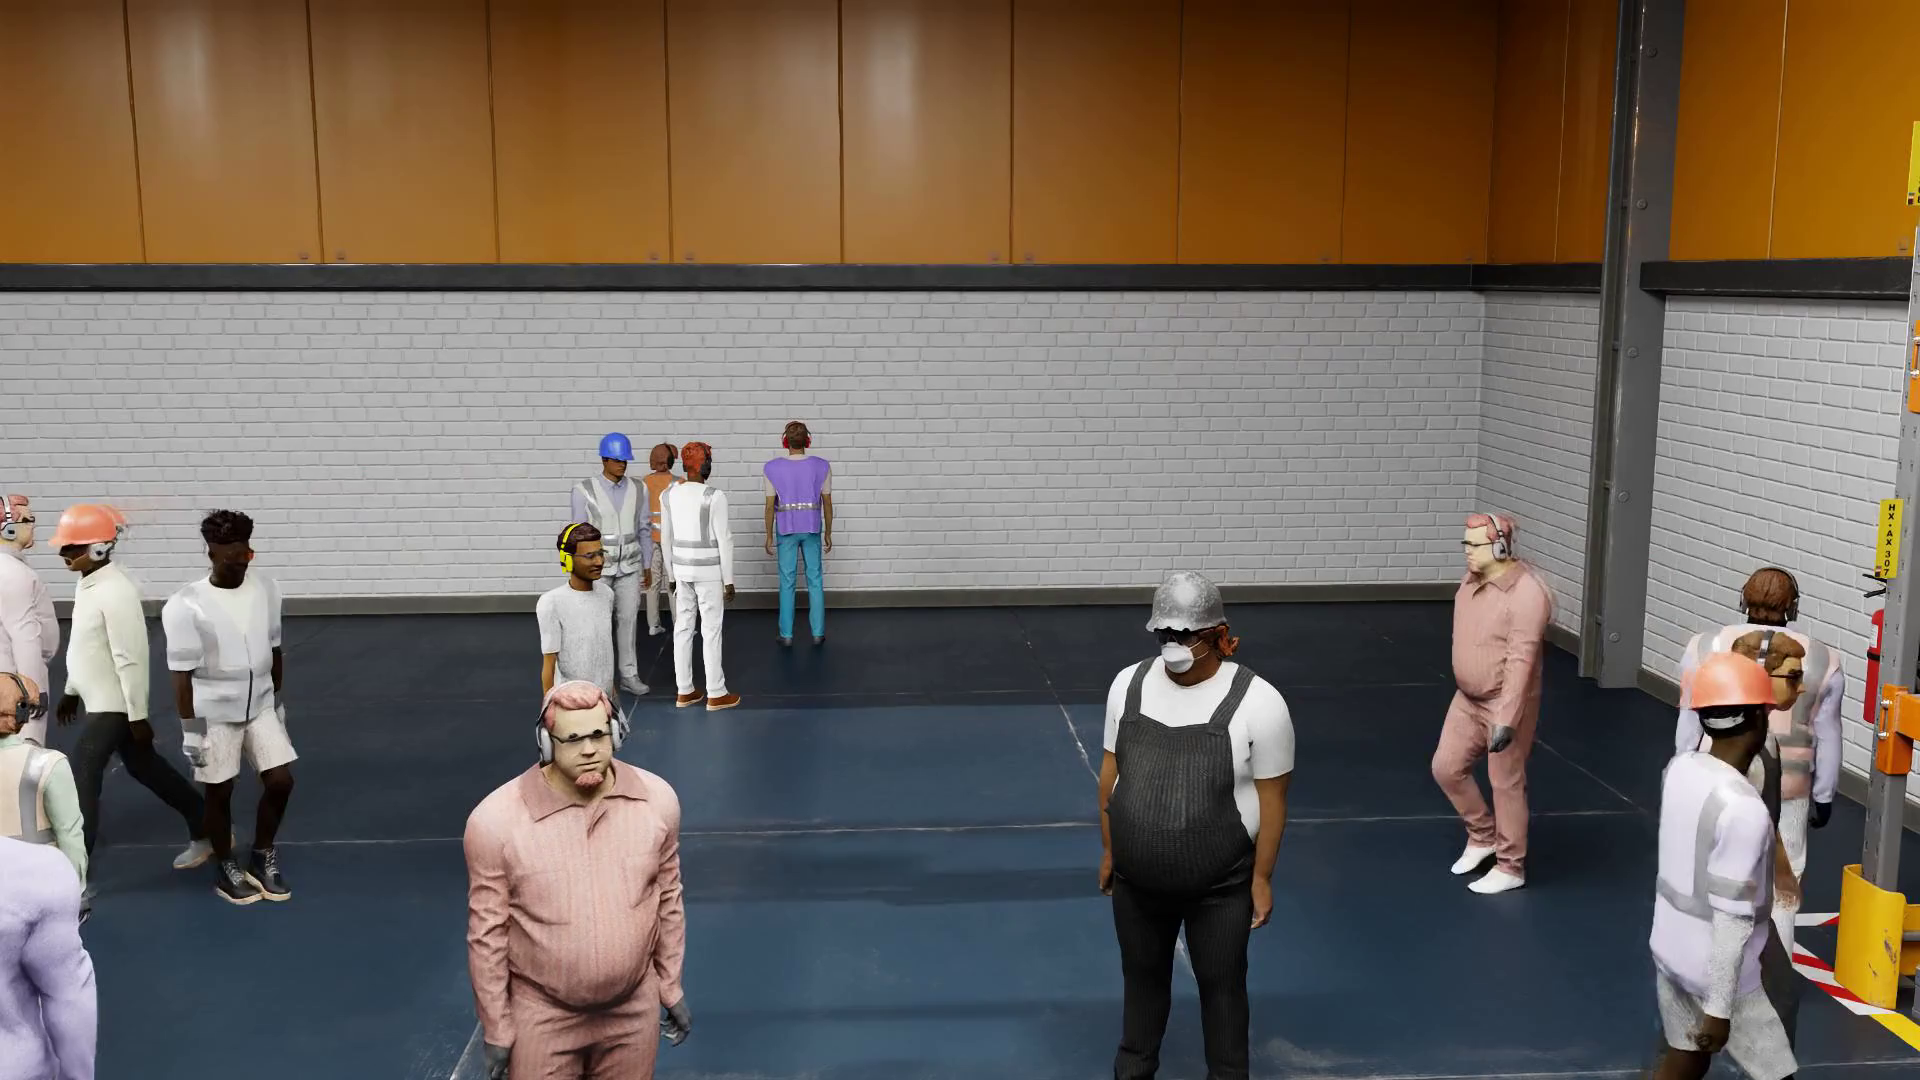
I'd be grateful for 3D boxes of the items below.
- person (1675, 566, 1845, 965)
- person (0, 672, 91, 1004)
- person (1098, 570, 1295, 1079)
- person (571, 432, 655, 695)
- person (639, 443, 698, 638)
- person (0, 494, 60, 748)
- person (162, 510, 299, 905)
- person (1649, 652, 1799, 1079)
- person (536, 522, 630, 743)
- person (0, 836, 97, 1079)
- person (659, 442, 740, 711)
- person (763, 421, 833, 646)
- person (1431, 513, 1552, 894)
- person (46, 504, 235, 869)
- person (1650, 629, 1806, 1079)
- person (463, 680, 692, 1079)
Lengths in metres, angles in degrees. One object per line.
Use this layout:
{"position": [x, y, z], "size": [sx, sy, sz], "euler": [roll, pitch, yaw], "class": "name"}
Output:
{"position": [3.330, 1.018, 6.969], "size": [0.631, 1.839, 0.429], "euler": [5, 10, 27], "class": "person"}
{"position": [-3.375, 1.276, 5.959], "size": [0.513, 1.640, 0.309], "euler": [0, 9, 1], "class": "person"}
{"position": [0.764, 1.108, 5.761], "size": [0.689, 2.000, 0.539], "euler": [5, 10, 29], "class": "person"}
{"position": [-2.469, 0.192, 11.878], "size": [0.621, 1.934, 0.437], "euler": [-6, 11, -35], "class": "person"}
{"position": [-2.463, 0.009, 13.912], "size": [0.513, 1.642, 0.313], "euler": [4, 10, 25], "class": "person"}
{"position": [-4.902, 0.710, 8.678], "size": [0.643, 1.908, 0.399], "euler": [8, 12, 42], "class": "person"}
{"position": [-3.437, 0.812, 7.912], "size": [0.574, 1.939, 0.627], "euler": [7, 11, 36], "class": "person"}
{"position": [2.398, 1.288, 5.112], "size": [0.745, 1.887, 0.561], "euler": [0, 9, -2], "class": "person"}
{"position": [-1.789, 0.840, 7.986], "size": [0.328, 1.869, 0.520], "euler": [5, 10, 27], "class": "person"}
{"position": [-2.512, 1.404, 4.217], "size": [0.631, 1.938, 0.362], "euler": [-1, 9, -9], "class": "person"}
{"position": [-1.817, 0.253, 11.626], "size": [0.574, 1.882, 0.356], "euler": [4, 10, 26], "class": "person"}
{"position": [-1.319, -0.047, 13.610], "size": [0.564, 1.850, 0.390], "euler": [-2, 9, -13], "class": "person"}
{"position": [2.594, 0.803, 8.154], "size": [0.457, 1.887, 0.666], "euler": [-3, 10, -19], "class": "person"}
{"position": [-4.134, 0.770, 8.201], "size": [1.023, 1.951, 0.624], "euler": [-6, 11, -34], "class": "person"}
{"position": [2.822, 1.212, 5.793], "size": [0.779, 1.816, 0.522], "euler": [5, 10, 29], "class": "person"}
{"position": [-1.066, 1.334, 4.760], "size": [0.641, 1.909, 0.401], "euler": [-5, 11, -31], "class": "person"}
